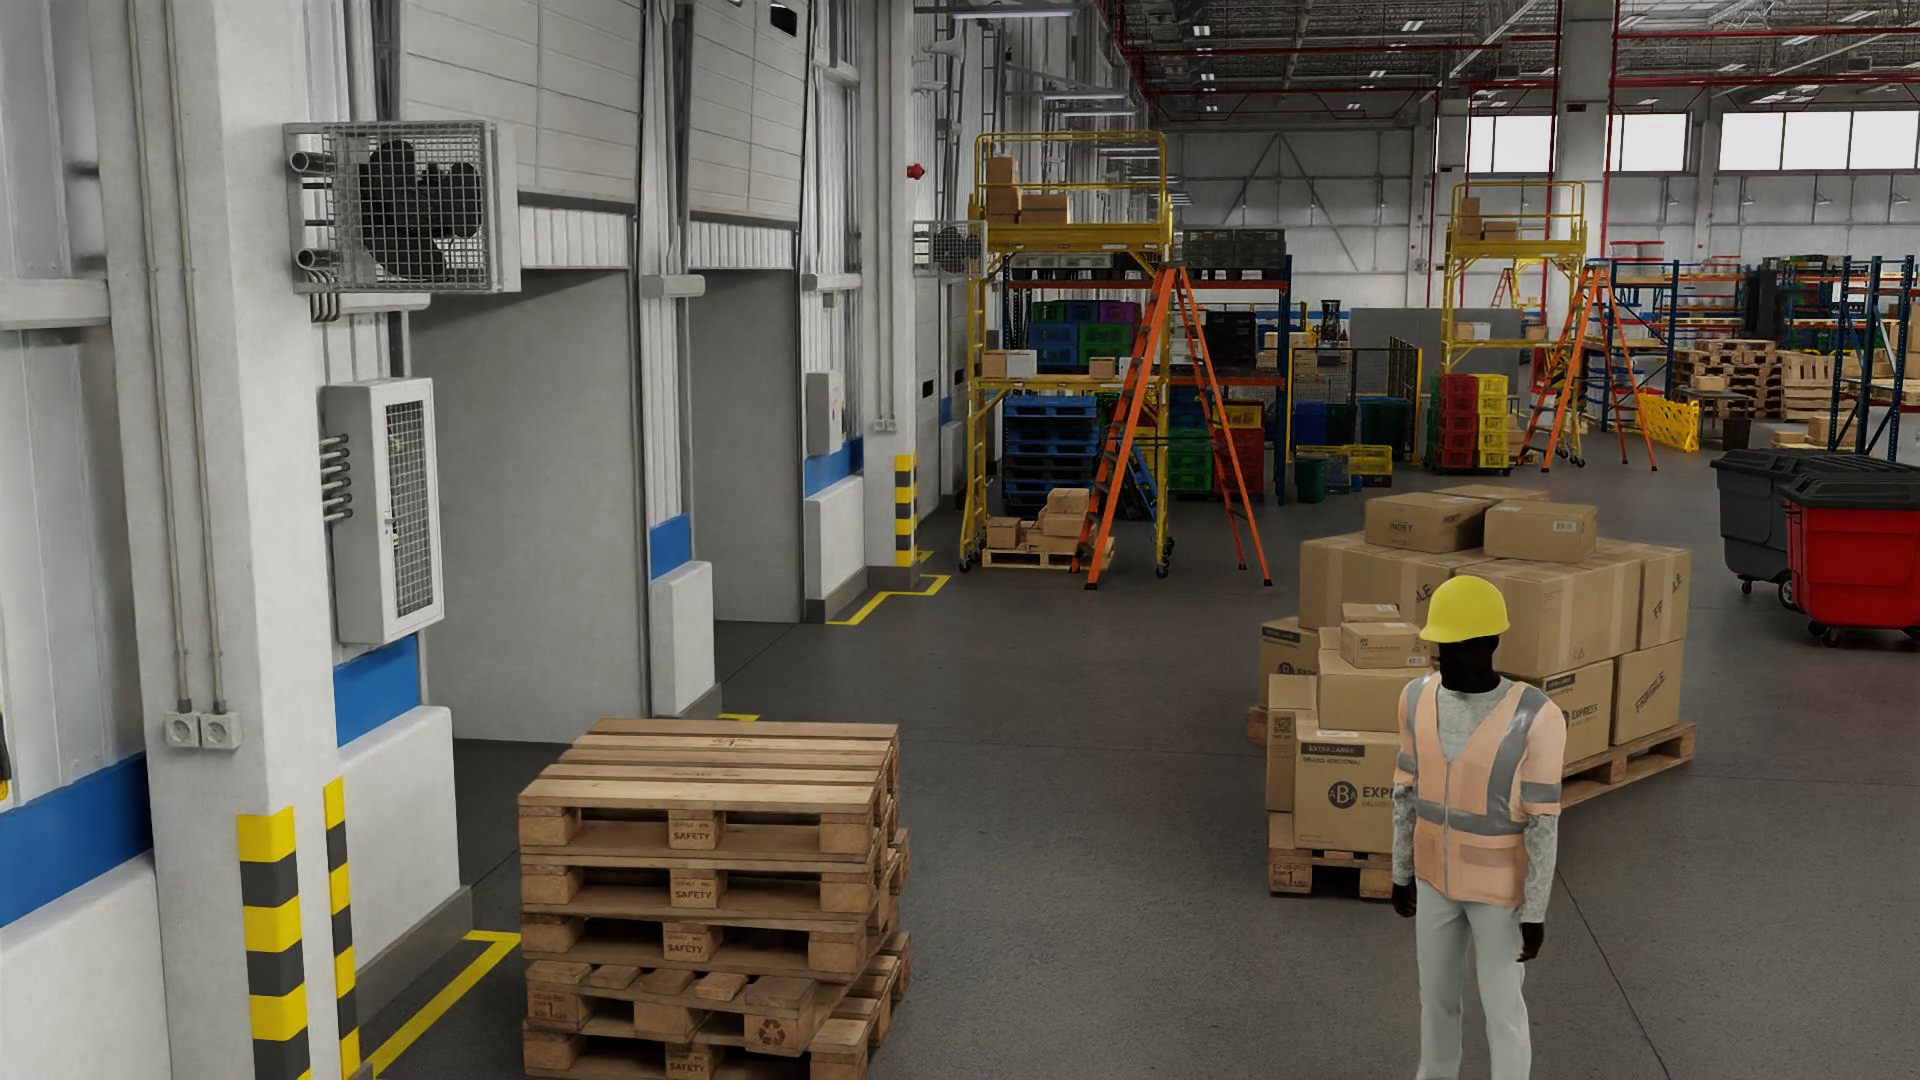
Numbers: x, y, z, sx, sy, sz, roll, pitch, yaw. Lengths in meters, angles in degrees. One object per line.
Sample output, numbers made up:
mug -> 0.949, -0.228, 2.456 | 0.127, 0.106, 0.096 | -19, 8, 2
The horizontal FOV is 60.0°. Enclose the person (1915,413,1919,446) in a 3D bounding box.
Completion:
person -> 15.726, -2.360, 26.841 | 0.484, 1.738, 0.321 | -4, 10, -23

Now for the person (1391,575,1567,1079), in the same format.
person -> 1.587, 1.056, 5.221 | 0.394, 1.920, 0.586 | -7, 12, -38

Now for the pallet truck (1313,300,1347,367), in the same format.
pallet truck -> 11.159, -6.200, 49.718 | 0.823, 1.965, 1.885 | 4, 10, 26

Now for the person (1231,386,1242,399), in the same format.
person -> 5.826, -3.589, 34.746 | 0.315, 1.634, 0.516 | -2, 10, -15

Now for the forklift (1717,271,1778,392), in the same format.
forklift -> 18.501, -4.836, 38.592 | 1.873, 2.768, 1.129 | 0, 9, 3

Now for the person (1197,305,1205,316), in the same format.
person -> 6.391, -5.303, 44.408 | 0.544, 1.929, 0.388 | -8, 12, -41
